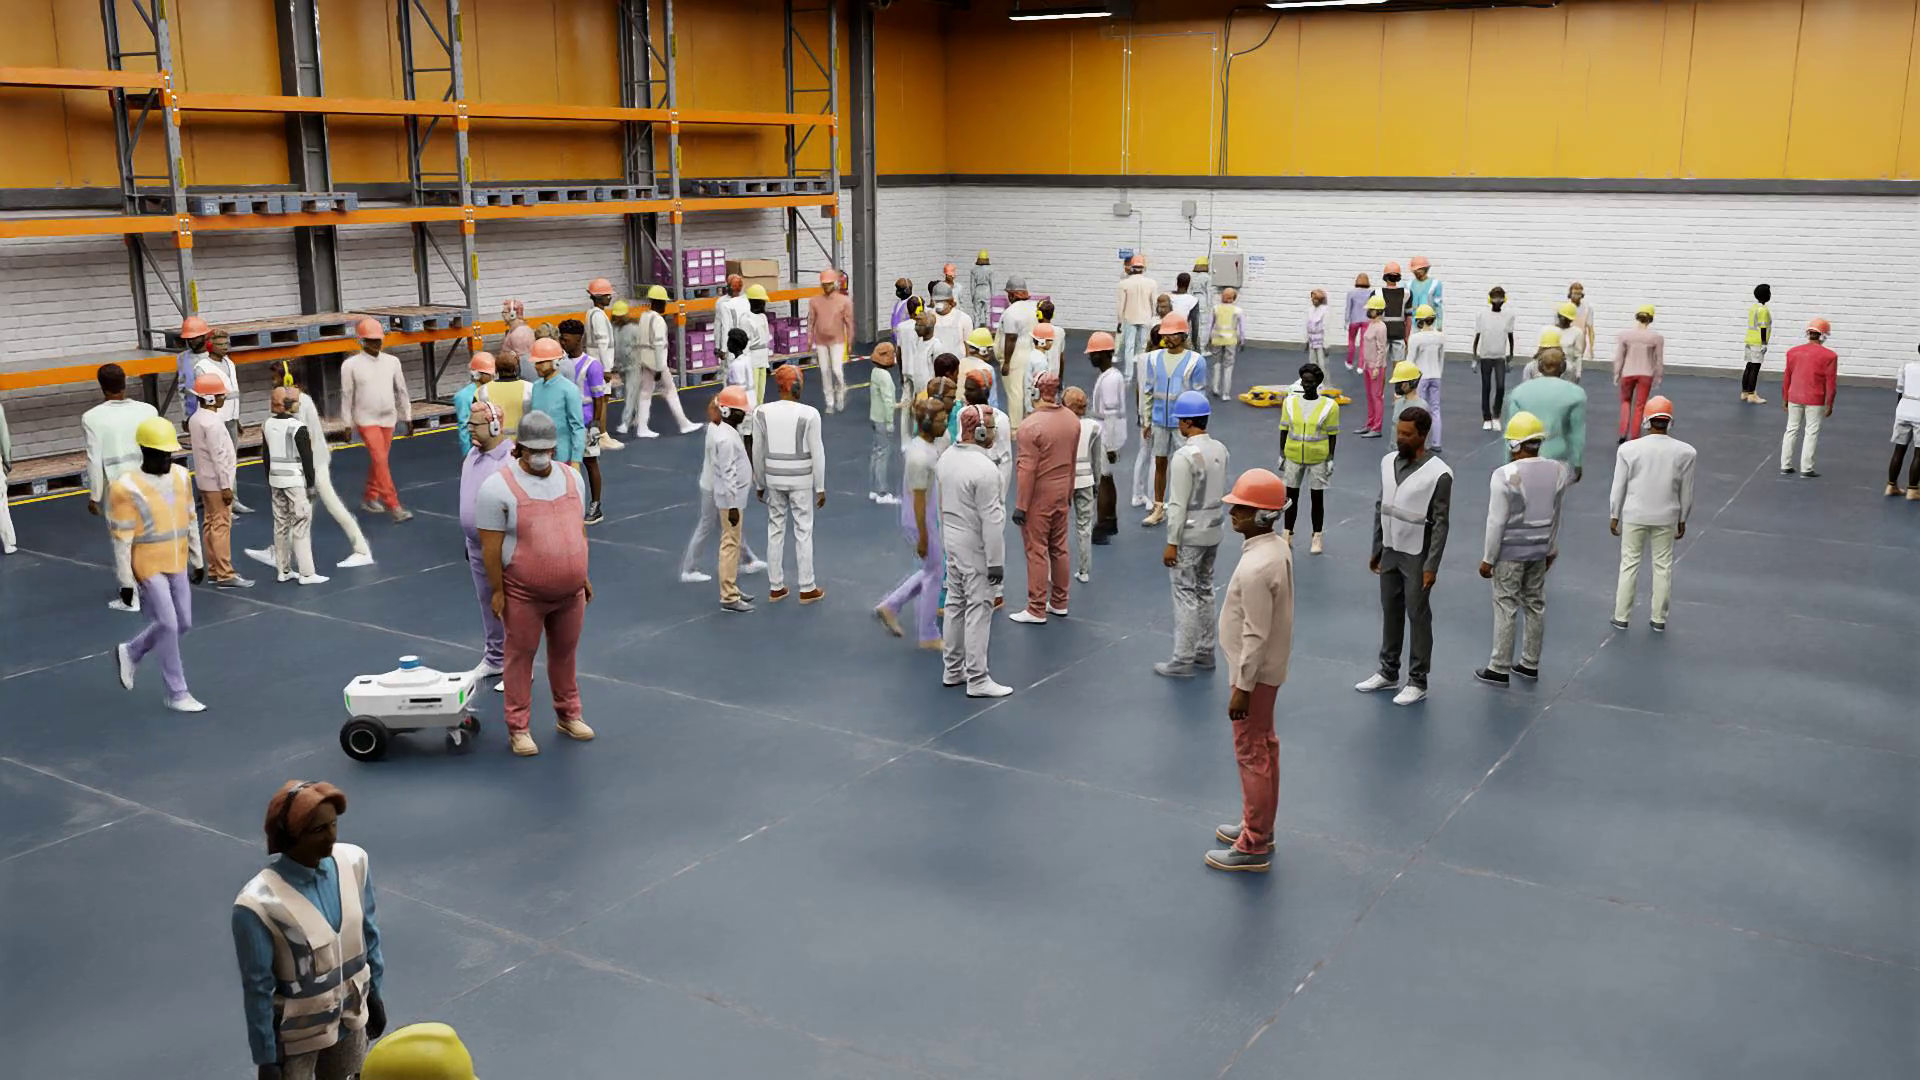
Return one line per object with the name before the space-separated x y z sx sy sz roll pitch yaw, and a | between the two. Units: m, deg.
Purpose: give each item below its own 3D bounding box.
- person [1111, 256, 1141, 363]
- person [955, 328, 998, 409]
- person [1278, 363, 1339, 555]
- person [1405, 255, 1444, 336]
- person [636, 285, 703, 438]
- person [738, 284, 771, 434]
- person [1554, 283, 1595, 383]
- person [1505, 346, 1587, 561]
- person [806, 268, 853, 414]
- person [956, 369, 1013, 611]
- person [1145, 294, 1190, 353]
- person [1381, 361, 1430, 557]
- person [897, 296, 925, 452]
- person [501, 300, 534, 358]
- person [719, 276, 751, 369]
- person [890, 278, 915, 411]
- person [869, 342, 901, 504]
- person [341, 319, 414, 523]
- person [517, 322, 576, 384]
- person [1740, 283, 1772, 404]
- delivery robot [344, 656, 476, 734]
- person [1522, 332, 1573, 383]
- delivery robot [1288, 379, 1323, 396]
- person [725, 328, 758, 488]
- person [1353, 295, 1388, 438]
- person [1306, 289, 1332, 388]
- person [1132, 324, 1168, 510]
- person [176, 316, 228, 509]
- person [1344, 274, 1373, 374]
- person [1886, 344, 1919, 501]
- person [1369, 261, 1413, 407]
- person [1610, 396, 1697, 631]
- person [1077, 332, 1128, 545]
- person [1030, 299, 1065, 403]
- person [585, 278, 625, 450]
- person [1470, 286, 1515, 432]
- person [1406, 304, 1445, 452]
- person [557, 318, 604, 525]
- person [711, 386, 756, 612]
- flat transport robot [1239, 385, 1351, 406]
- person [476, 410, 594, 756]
person | 2.825 -3.891 28.183 0.528 1.811 0.992 11 17 41
person | 0.164 -1.173 16.375 0.404 1.824 0.605 -11 17 -38
person | 3.057 -0.716 14.662 0.531 1.698 0.320 6 14 24
person | 6.891 -3.229 24.844 0.431 2.027 0.624 -13 18 -43
person | -3.699 -2.224 20.773 0.858 1.892 0.593 -9 16 -35
person | -2.506 -2.181 20.508 0.359 1.930 0.586 4 14 18
person | 8.281 -2.563 22.473 0.510 1.793 0.950 1 13 3
person | 4.906 -0.673 14.060 0.648 1.900 0.863 10 16 37
person | -1.789 -2.696 22.628 0.629 1.975 0.441 3 13 11
person | 0.161 -0.380 12.802 0.359 1.882 0.575 -11 17 -39
person | 2.619 -2.195 20.884 0.597 1.795 0.979 2 13 7
person | 3.830 -0.662 14.308 0.342 1.756 0.532 -3 13 -13
person | -0.528 -1.944 19.627 0.514 1.865 0.329 13 18 43
person | -4.951 -1.732 18.612 0.407 1.906 0.655 -2 13 -10
person | -3.022 -2.625 22.534 0.353 1.884 0.578 10 16 37
person | -0.740 -2.701 22.992 0.431 1.835 0.623 -6 14 -25
person | -0.773 -1.190 16.859 0.266 1.631 0.507 -4 14 -17
person | -5.603 -1.159 16.060 1.013 1.939 0.640 11 17 41
person | -3.879 -1.083 15.733 0.638 1.935 0.357 4 13 15
person | 11.374 -2.802 23.708 0.318 1.700 0.535 2 13 7
delivery robot | -3.237 0.927 9.822 0.707 0.478 0.477 -1 14 -4
person | 6.049 -1.309 17.236 0.505 1.687 0.915 6 14 24
delivery robot | 4.722 -2.035 22.684 0.477 0.478 0.707 6 14 24
person | -2.310 -1.390 17.587 0.322 1.696 0.536 1 13 3
person | 5.163 -2.166 20.800 0.304 1.772 0.525 -1 13 -3
person | 5.121 -2.745 23.627 0.372 1.627 0.553 -4 14 -16
person | 1.932 -1.220 16.519 0.327 1.857 0.520 -9 16 -34
person | -7.482 -1.251 16.482 0.546 1.928 0.382 2 13 7
person | 6.521 -3.541 27.130 0.531 1.589 0.825 1 13 5
person | 9.759 -1.234 16.939 0.319 1.686 0.539 -5 14 -22
person | 5.954 -2.835 23.094 0.606 2.045 0.389 0 13 -1
person | 5.095 -0.194 12.296 0.566 1.744 0.349 3 13 12
person | 1.305 -0.926 15.096 0.426 1.922 0.552 3 13 11
person | 0.996 -1.827 19.128 0.510 1.862 0.320 -9 16 -33
person | -4.277 -2.105 19.929 0.378 2.045 0.605 -5 14 -22
person | 6.792 -2.302 21.207 0.539 1.846 0.634 3 13 13
person | 5.490 -1.904 19.709 0.537 1.756 0.379 -6 14 -23
person | -3.656 -1.129 15.881 0.607 1.960 0.367 8 15 31
person | -1.744 -0.325 12.853 0.332 1.745 0.573 -2 13 -7
flat transport robot | 4.759 -2.069 23.657 1.431 0.197 0.652 -2 13 -9
person | -2.434 0.237 9.777 0.688 2.000 0.536 -12 18 -42
